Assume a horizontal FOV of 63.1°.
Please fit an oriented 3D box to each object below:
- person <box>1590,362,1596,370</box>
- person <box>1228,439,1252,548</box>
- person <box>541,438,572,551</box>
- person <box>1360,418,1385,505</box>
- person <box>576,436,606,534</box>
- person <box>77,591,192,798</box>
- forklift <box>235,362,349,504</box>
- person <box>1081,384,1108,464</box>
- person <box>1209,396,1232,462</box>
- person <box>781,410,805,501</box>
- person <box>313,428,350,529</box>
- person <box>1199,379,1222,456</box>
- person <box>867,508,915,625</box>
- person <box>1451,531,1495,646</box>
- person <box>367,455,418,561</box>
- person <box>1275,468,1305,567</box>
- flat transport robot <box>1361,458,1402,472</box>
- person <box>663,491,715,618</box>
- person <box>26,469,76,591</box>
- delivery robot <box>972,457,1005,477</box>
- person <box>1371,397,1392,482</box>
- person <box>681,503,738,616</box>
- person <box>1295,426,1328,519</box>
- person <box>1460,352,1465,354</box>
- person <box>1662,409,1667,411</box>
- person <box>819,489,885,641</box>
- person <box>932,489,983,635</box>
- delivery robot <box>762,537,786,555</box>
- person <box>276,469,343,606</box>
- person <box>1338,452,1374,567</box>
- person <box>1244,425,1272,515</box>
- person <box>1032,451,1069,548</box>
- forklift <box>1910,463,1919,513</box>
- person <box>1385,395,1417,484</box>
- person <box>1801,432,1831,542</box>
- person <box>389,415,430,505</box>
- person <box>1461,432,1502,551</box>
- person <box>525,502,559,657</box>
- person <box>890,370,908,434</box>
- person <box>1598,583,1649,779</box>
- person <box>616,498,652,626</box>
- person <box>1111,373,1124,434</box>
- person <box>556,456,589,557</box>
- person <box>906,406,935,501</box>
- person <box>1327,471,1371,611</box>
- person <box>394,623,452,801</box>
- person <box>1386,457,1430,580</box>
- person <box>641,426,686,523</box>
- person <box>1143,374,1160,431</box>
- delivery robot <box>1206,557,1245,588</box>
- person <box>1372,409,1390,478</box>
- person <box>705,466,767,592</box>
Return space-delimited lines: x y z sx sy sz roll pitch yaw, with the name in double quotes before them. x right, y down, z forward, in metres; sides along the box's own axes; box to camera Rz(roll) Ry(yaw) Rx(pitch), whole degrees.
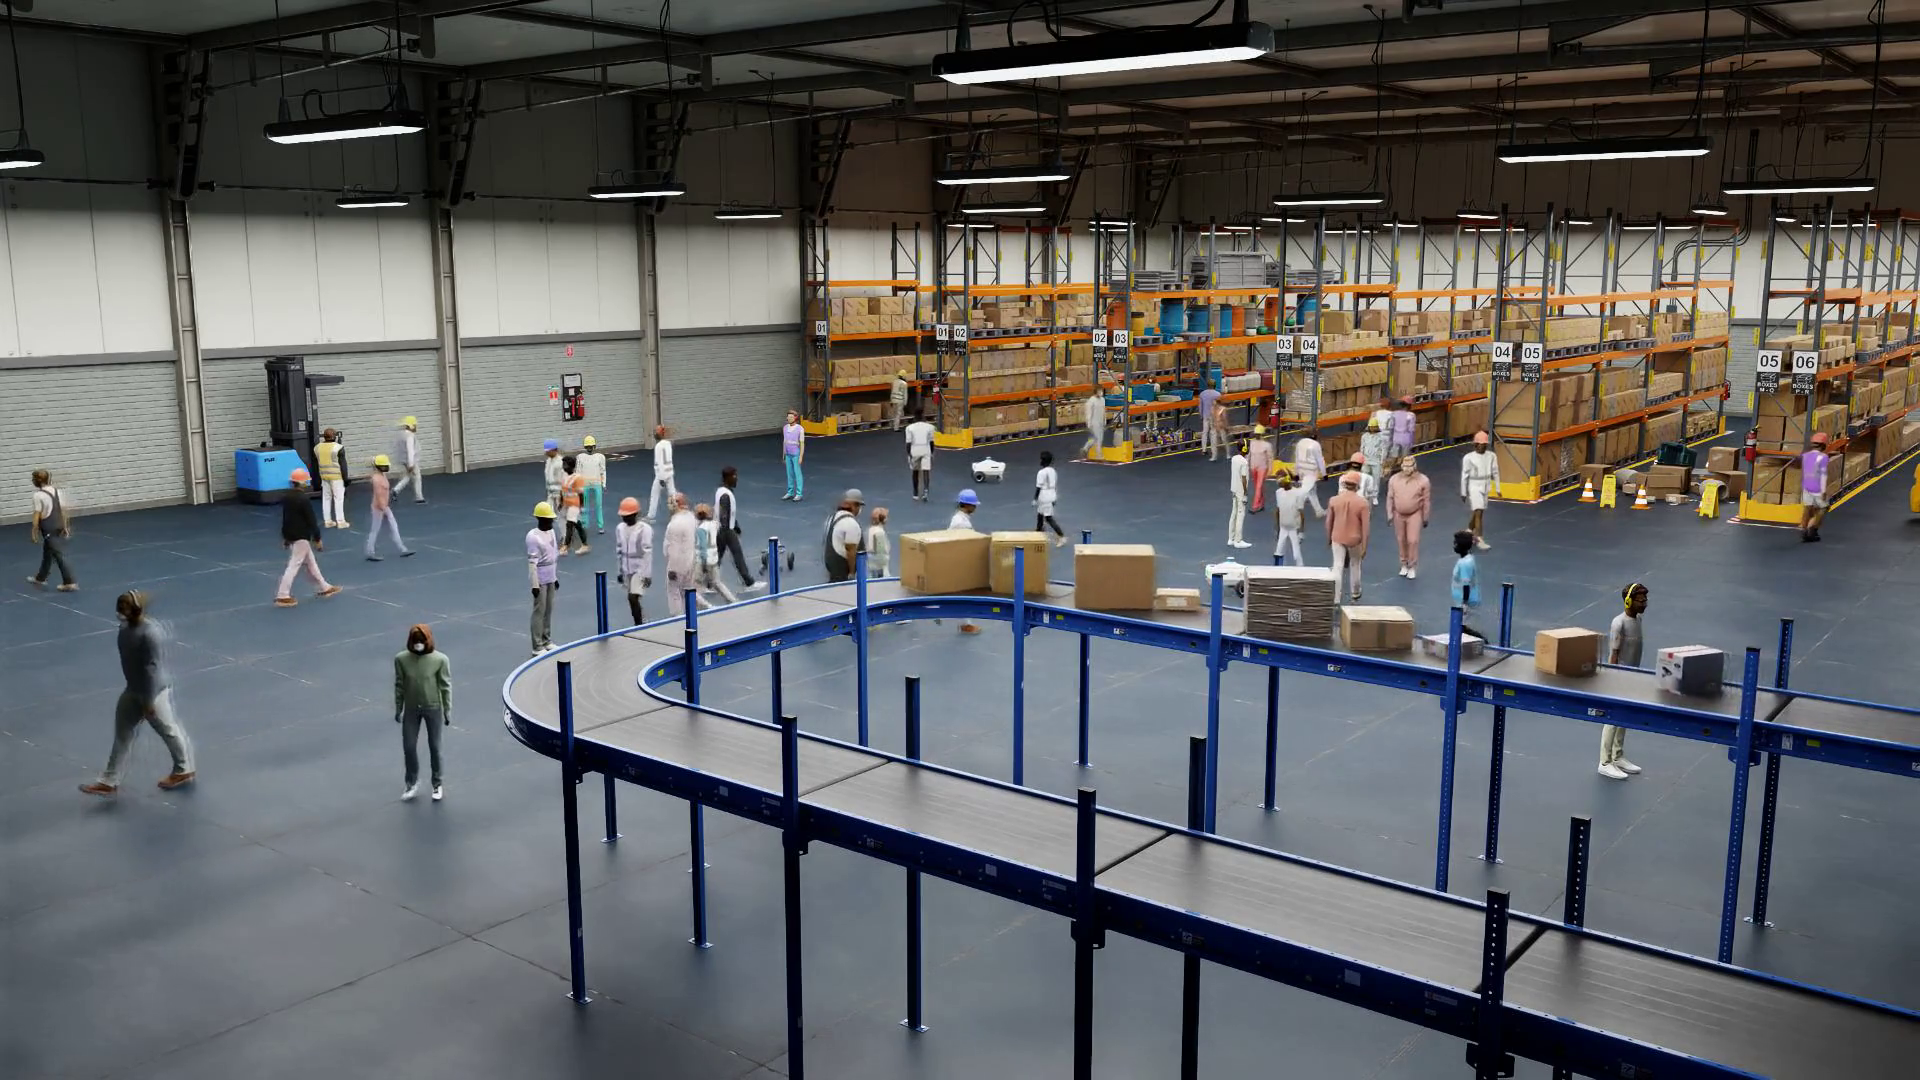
"person" 19.585 -4.668 48.326 0.547 1.929 0.386 -3 11 -18
"person" 4.812 -0.811 26.808 0.330 1.862 0.503 -3 10 -16
"person" -6.796 -0.761 26.338 0.644 1.918 0.462 10 14 44
"person" 8.285 -1.582 31.461 0.487 1.744 0.312 5 11 25
"person" -6.611 -0.987 28.054 0.533 1.766 0.314 -2 10 -10
"person" -7.507 1.410 14.190 0.658 1.889 1.012 7 12 35
"forklift" -13.803 -2.244 32.110 1.129 2.768 1.873 8 13 37
"person" 3.270 -2.830 38.020 0.749 1.917 0.636 7 12 35
"person" 6.420 -2.754 38.479 0.807 1.598 0.557 -9 14 -43
"person" -3.403 -1.730 31.996 0.567 1.849 0.386 8 13 39
"person" -11.496 -1.132 28.679 0.631 1.837 0.429 3 10 14
"person" 6.312 -3.083 39.382 0.657 1.938 0.375 8 13 39
"person" -1.040 0.357 20.953 0.777 1.592 0.526 -3 11 -18
"person" 6.111 0.719 18.703 0.582 1.677 0.541 3 10 14
"person" -9.316 -0.521 25.501 0.846 1.725 0.553 -1 10 -6
"person" 4.873 -0.145 23.106 0.412 1.849 0.558 -9 14 -42
"flat transport robot" 10.050 -1.764 36.751 0.652 0.197 1.431 8 13 39
"person" -3.620 0.295 20.525 0.636 1.887 0.647 1 10 7
"person" -13.584 -0.145 23.175 0.938 1.805 0.526 1 10 6
"delivery robot" 0.637 -1.605 34.790 0.707 0.478 0.477 -1 10 -6
"person" 9.451 -2.240 34.819 0.594 1.860 0.631 9 14 42
"person" -3.412 0.282 21.390 0.776 1.610 0.520 2 10 10
"person" 6.611 -1.249 29.476 0.978 1.793 0.626 -4 11 -20
"person" 16.124 -5.039 50.241 0.615 1.986 0.407 1 10 7
"person" 21.267 -4.424 47.312 0.630 1.808 0.929 -4 11 -19
"person" -1.504 0.274 20.298 1.119 2.000 0.693 -4 11 -21
"person" -0.054 0.281 20.455 0.645 1.930 0.615 0 10 0
"delivery robot" -2.918 0.063 24.672 0.335 0.223 0.698 1 10 4
"person" -9.356 -0.052 22.316 0.636 1.934 1.050 8 13 39
"person" 6.237 -0.439 24.683 0.547 1.889 0.943 2 10 12
"person" 5.782 -1.373 30.367 0.527 1.718 0.922 8 13 38
"person" 1.522 -0.691 26.679 0.833 1.666 0.528 5 11 25
"forklift" 19.034 -1.348 28.998 2.313 2.155 1.214 8 13 37
"person" 9.528 -2.129 33.813 0.613 2.014 0.639 10 14 43
"person" 14.888 -0.910 27.170 0.454 1.921 0.580 -2 10 -13
"person" -11.074 -1.598 31.362 0.684 1.814 0.607 -7 12 -34
"person" 8.887 -0.864 26.739 0.619 2.001 1.012 -3 10 -16
"person" -5.125 0.477 19.353 0.385 1.925 0.591 2 10 12
"person" -1.671 -3.956 44.711 0.602 1.790 0.759 10 14 44
"person" 6.309 1.321 14.826 0.318 1.857 0.520 10 14 44
"person" -4.152 0.397 19.875 0.590 1.899 0.652 6 12 30
"person" 4.258 -3.444 41.393 0.542 1.939 0.361 9 13 40
"person" -6.502 -0.550 25.869 0.810 1.660 0.539 -8 13 -39
"person" -0.802 -1.767 31.993 0.609 1.934 0.894 -1 10 -7
"person" 5.467 -0.005 22.029 0.627 1.941 1.016 5 11 27
"person" -4.854 1.550 14.159 0.518 1.626 0.300 0 10 -1
"person" 6.869 -0.342 24.106 0.639 1.875 0.804 6 12 30
"person" -5.486 -1.228 29.227 0.978 1.841 0.590 3 10 15
"person" 5.566 -3.995 45.355 0.499 1.632 0.285 7 12 36
"delivery robot" 3.968 0.496 22.968 0.707 0.478 0.477 3 10 14
"person" 9.466 -2.165 35.186 0.845 1.602 0.494 -7 12 -34
"person" -3.329 -0.156 23.051 0.960 1.871 0.608 -2 10 -13
